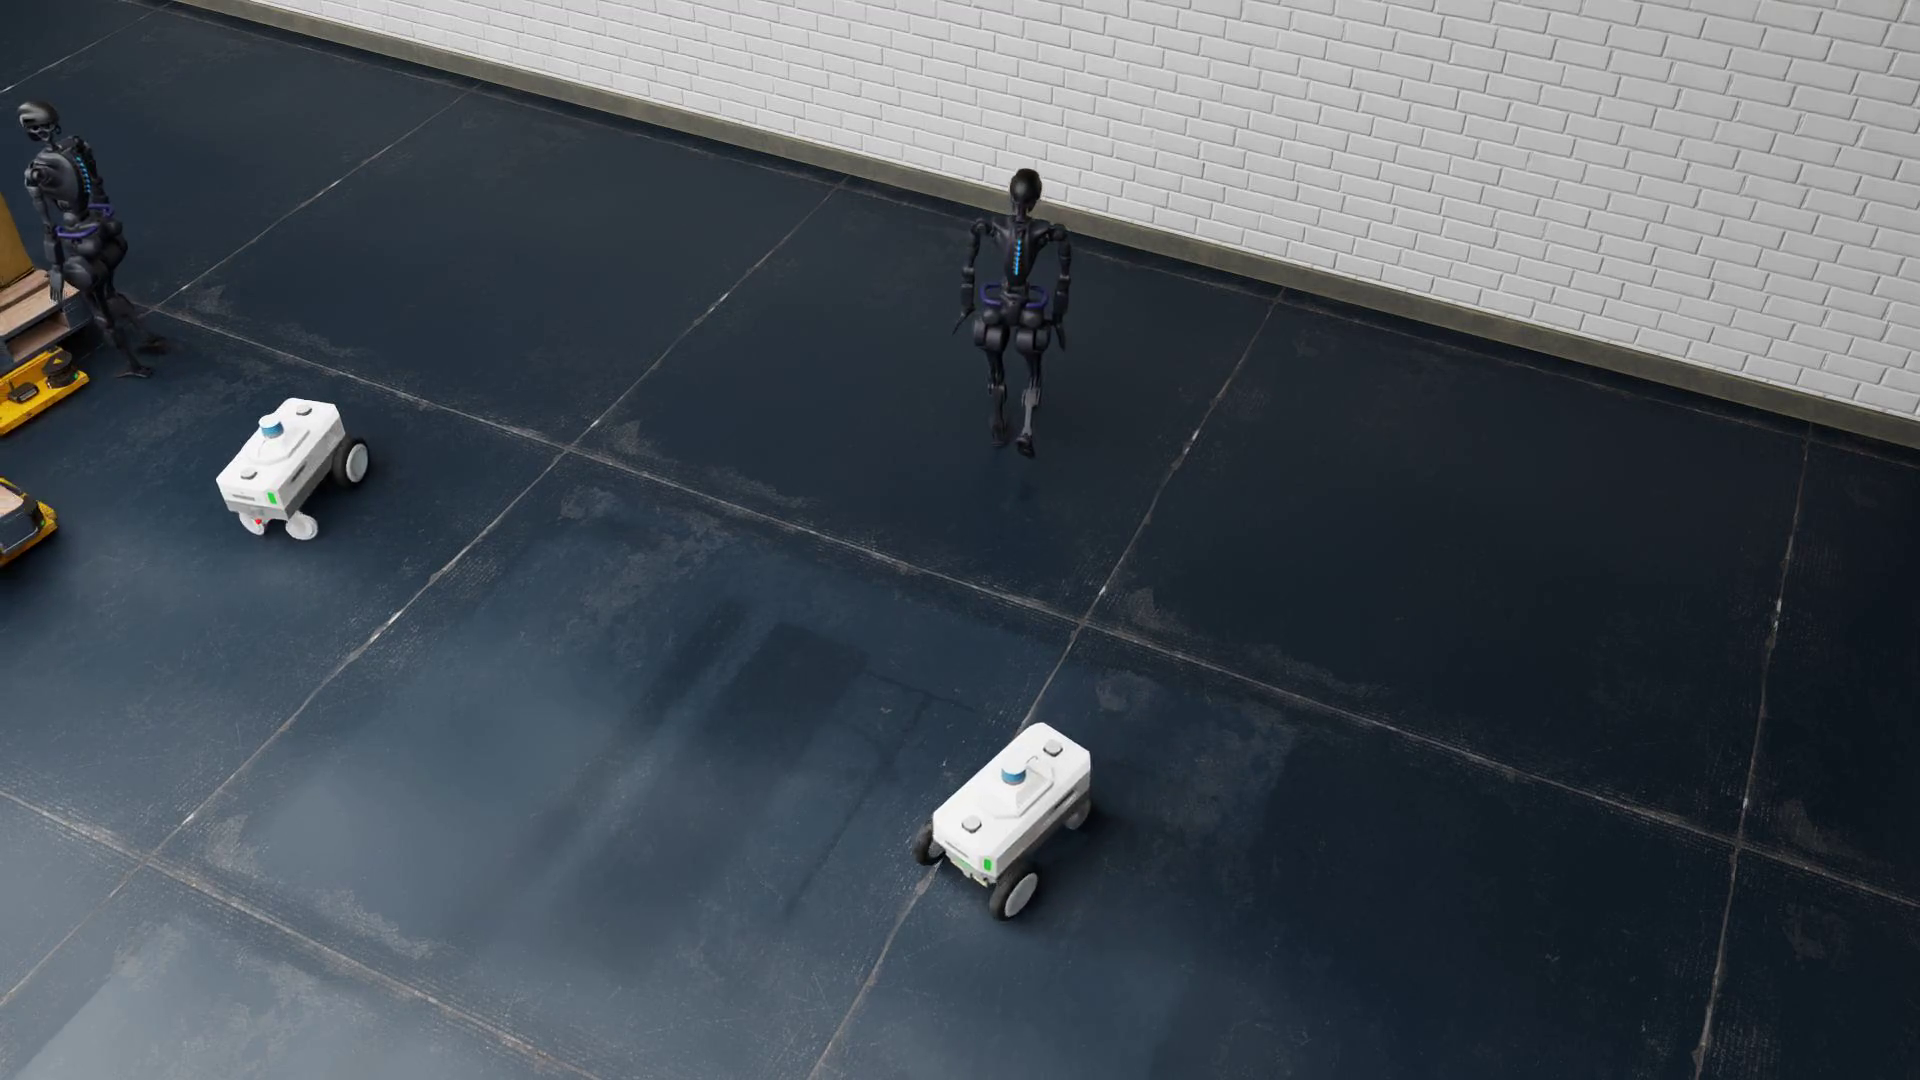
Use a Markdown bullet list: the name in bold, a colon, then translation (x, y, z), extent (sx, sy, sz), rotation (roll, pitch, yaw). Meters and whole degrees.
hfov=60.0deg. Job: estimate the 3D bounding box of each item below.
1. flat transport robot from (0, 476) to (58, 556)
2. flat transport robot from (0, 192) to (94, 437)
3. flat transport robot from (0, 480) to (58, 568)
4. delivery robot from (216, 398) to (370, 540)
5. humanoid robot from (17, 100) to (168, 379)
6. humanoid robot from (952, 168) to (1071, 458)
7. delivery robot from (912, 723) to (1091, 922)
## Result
- **flat transport robot**: translation (-5.268, 0.113, 8.134), extent (0.659, 0.231, 1.431), rotation (25, 48, 25)
- **flat transport robot**: translation (-5.655, -0.996, 9.330), extent (1.431, 0.231, 0.659), rotation (22, 47, 22)
- **flat transport robot**: translation (-5.347, -0.157, 8.425), extent (1.431, 0.231, 0.659), rotation (21, 47, 21)
- **delivery robot**: translation (-3.414, -0.392, 8.482), extent (0.504, 0.614, 0.785), rotation (10, 44, 10)
- **humanoid robot**: translation (-4.687, -1.572, 8.916), extent (0.321, 1.652, 0.609), rotation (5, 43, 5)
- **humanoid robot**: translation (0.253, -1.100, 8.411), extent (0.596, 1.644, 0.491), rotation (1, 43, 1)
- **delivery robot**: translation (0.201, 1.125, 6.834), extent (0.499, 0.599, 0.784), rotation (31, 51, 29)
